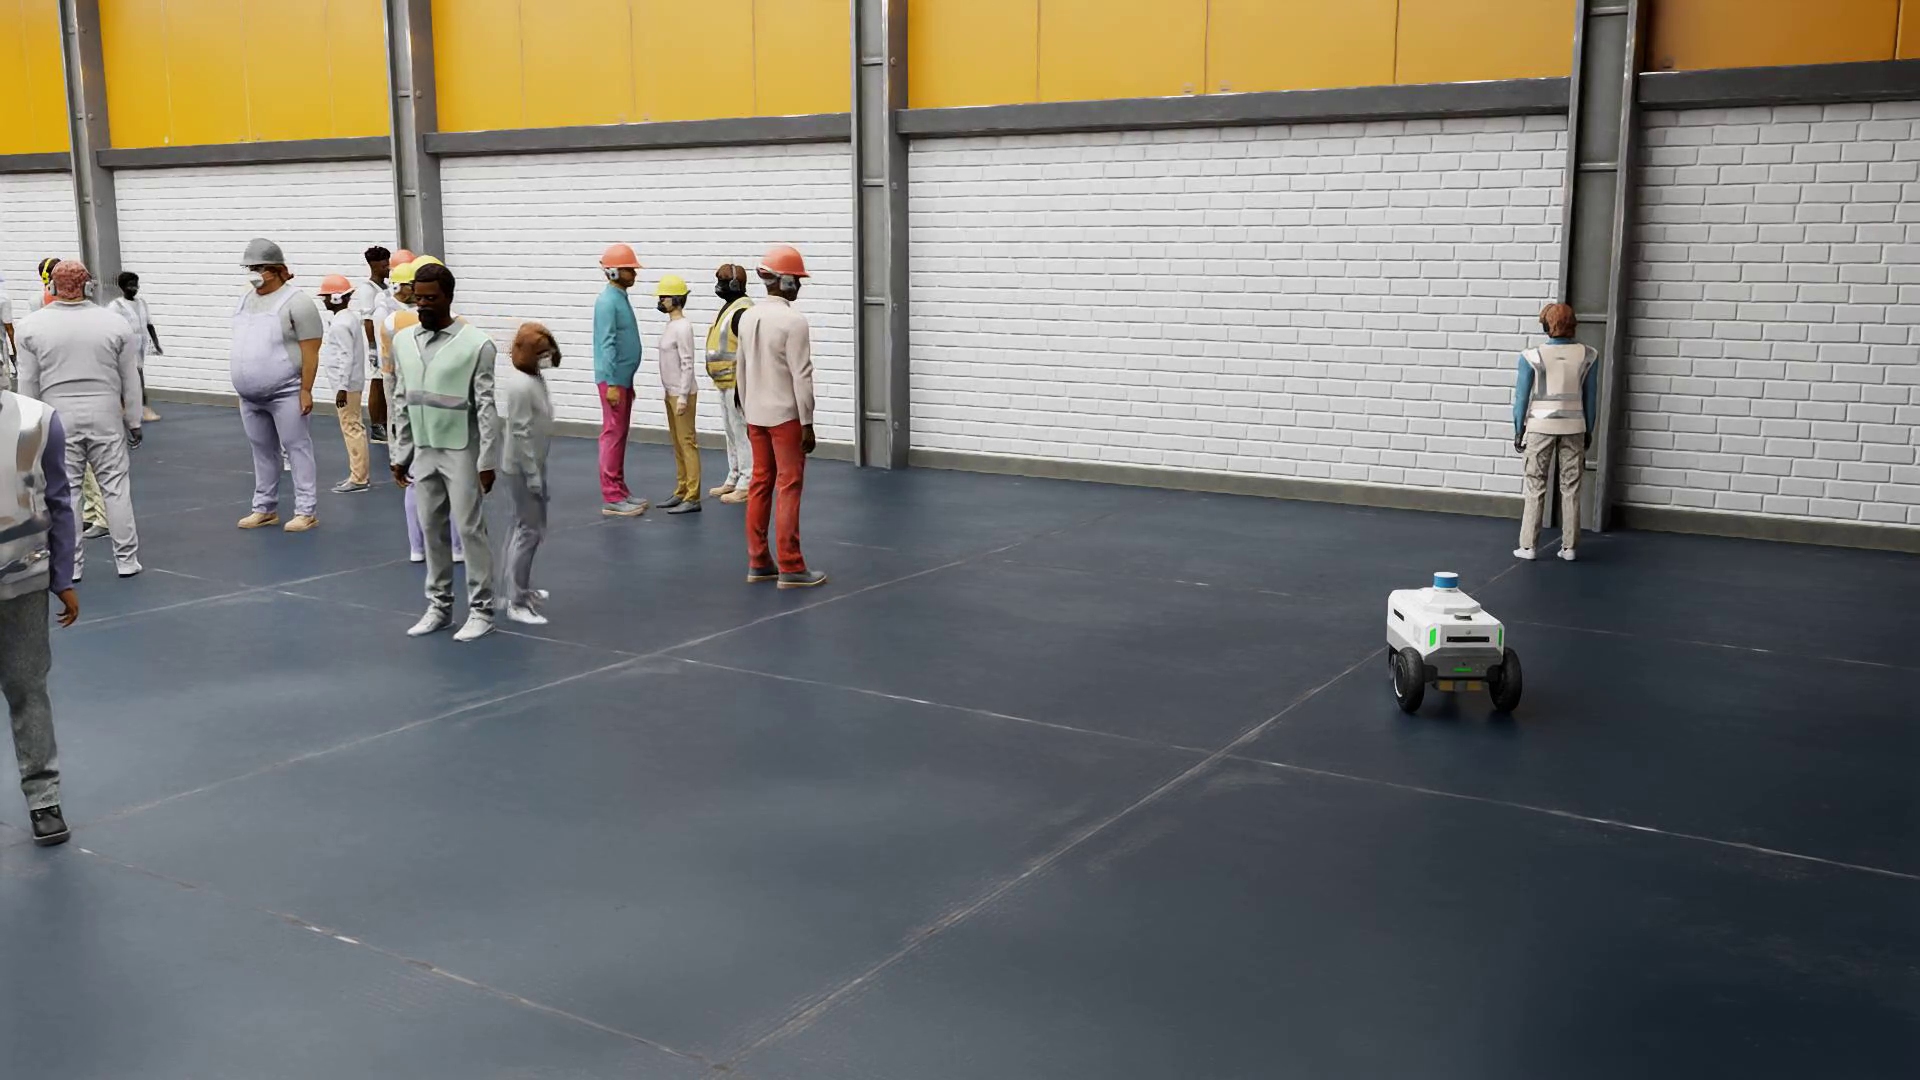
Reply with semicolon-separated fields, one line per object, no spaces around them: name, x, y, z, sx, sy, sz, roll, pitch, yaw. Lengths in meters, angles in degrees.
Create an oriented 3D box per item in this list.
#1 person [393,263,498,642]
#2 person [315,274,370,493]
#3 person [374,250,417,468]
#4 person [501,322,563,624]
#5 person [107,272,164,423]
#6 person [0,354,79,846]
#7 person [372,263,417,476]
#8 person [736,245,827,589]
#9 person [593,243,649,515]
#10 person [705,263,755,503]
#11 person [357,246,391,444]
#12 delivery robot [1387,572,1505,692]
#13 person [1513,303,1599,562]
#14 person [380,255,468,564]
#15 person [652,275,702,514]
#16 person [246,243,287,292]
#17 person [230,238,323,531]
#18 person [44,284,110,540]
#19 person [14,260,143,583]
person;-2.594;-0.443;8.462;0.594;1.910;0.384;4;11;23
person;-4.974;-1.260;13.409;0.341;1.749;0.572;-2;10;-13
person;-4.878;-1.591;14.733;0.371;1.935;0.551;7;12;34
person;-2.280;-0.356;8.838;0.414;1.601;0.615;0;10;-2
person;-9.118;-2.132;18.489;0.749;1.663;0.539;2;10;12
person;-3.230;0.131;5.479;0.587;1.835;0.403;-6;12;-29
person;-4.776;-1.471;14.378;0.403;1.826;0.591;5;11;24
person;-1.045;-0.718;9.742;0.400;1.989;0.623;-10;14;-43
person;-2.519;-1.189;12.342;0.392;1.995;0.612;0;10;0
person;-1.757;-1.214;12.913;0.429;1.844;0.626;-4;11;-21
person;-5.789;-1.953;16.653;0.361;1.964;0.613;0;10;-1
delivery robot;2.137;0.386;7.351;0.477;0.478;0.707;0;10;0
person;3.739;-0.668;10.473;0.514;1.634;0.313;1;10;3
person;-3.293;-0.803;10.401;0.592;1.925;0.372;1;10;7
person;-2.110;-1.080;12.372;0.315;1.770;0.524;-4;11;-22
person;-7.057;-2.050;17.121;0.623;1.989;0.404;7;12;32
person;-4.803;-1.074;11.583;0.682;2.000;0.537;4;11;19
person;-5.993;-0.875;11.303;0.345;1.741;0.562;-8;13;-38
person;-5.215;-0.701;9.889;0.655;1.906;0.407;-6;12;-30
